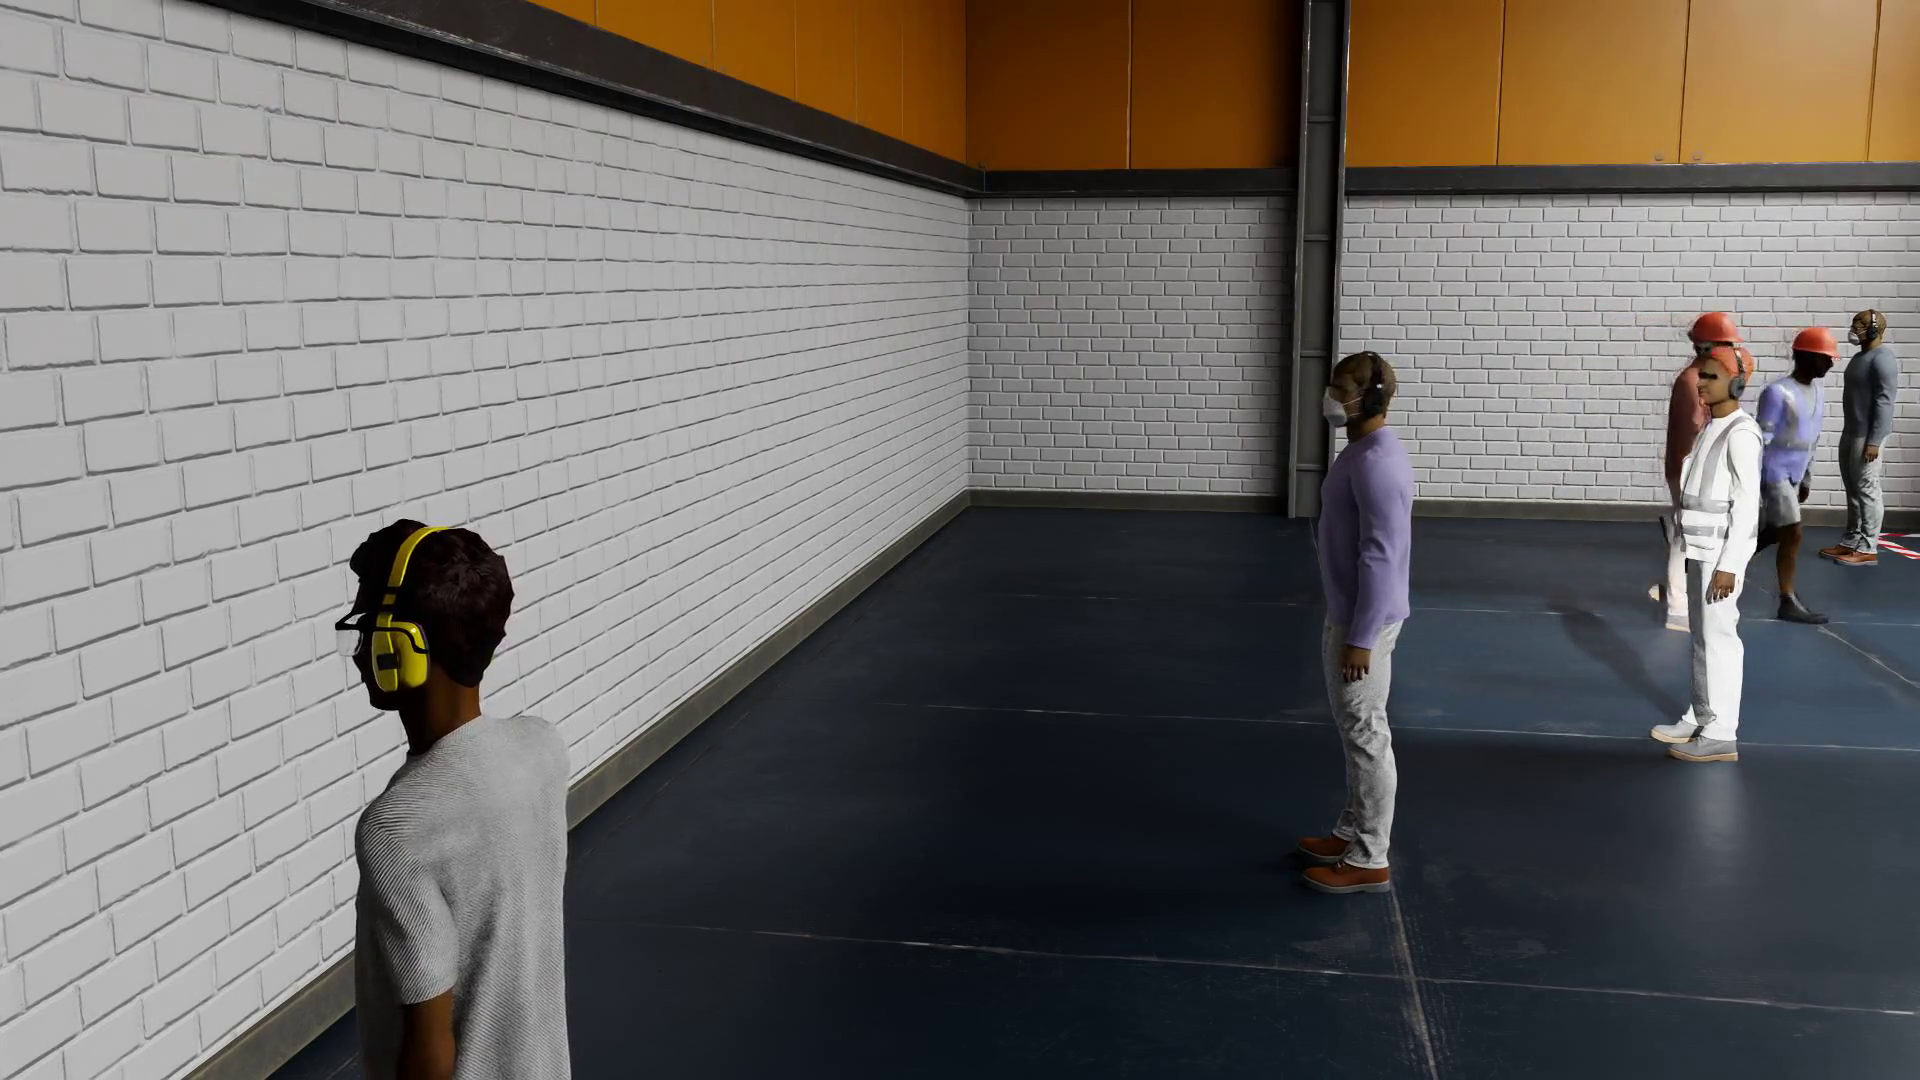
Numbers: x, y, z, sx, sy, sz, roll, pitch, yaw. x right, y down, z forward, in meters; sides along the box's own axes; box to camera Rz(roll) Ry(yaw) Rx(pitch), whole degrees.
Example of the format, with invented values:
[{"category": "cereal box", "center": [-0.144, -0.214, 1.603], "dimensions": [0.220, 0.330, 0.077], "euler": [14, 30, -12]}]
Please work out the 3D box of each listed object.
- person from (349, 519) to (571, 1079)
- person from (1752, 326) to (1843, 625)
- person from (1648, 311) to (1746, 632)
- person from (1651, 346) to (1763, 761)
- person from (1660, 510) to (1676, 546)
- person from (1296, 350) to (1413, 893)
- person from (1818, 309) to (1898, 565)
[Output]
[{"category": "person", "center": [-0.740, 0.896, 2.453], "dimensions": [0.315, 1.870, 0.532], "euler": [2, 9, 9]}, {"category": "person", "center": [5.201, -0.437, 10.696], "dimensions": [0.586, 1.893, 0.856], "euler": [-6, 11, -35]}, {"category": "person", "center": [4.546, -0.406, 10.212], "dimensions": [0.426, 1.981, 0.622], "euler": [8, 12, 40]}, {"category": "person", "center": [3.429, 0.064, 7.574], "dimensions": [0.344, 1.882, 0.584], "euler": [2, 9, 9]}, {"category": "person", "center": [5.711, -0.638, 12.746], "dimensions": [0.538, 1.615, 0.551], "euler": [6, 11, 32]}, {"category": "person", "center": [1.426, 0.293, 5.977], "dimensions": [0.359, 1.939, 0.635], "euler": [2, 9, 9]}, {"category": "person", "center": [6.840, -0.776, 12.611], "dimensions": [0.359, 1.938, 0.635], "euler": [2, 9, 9]}]
